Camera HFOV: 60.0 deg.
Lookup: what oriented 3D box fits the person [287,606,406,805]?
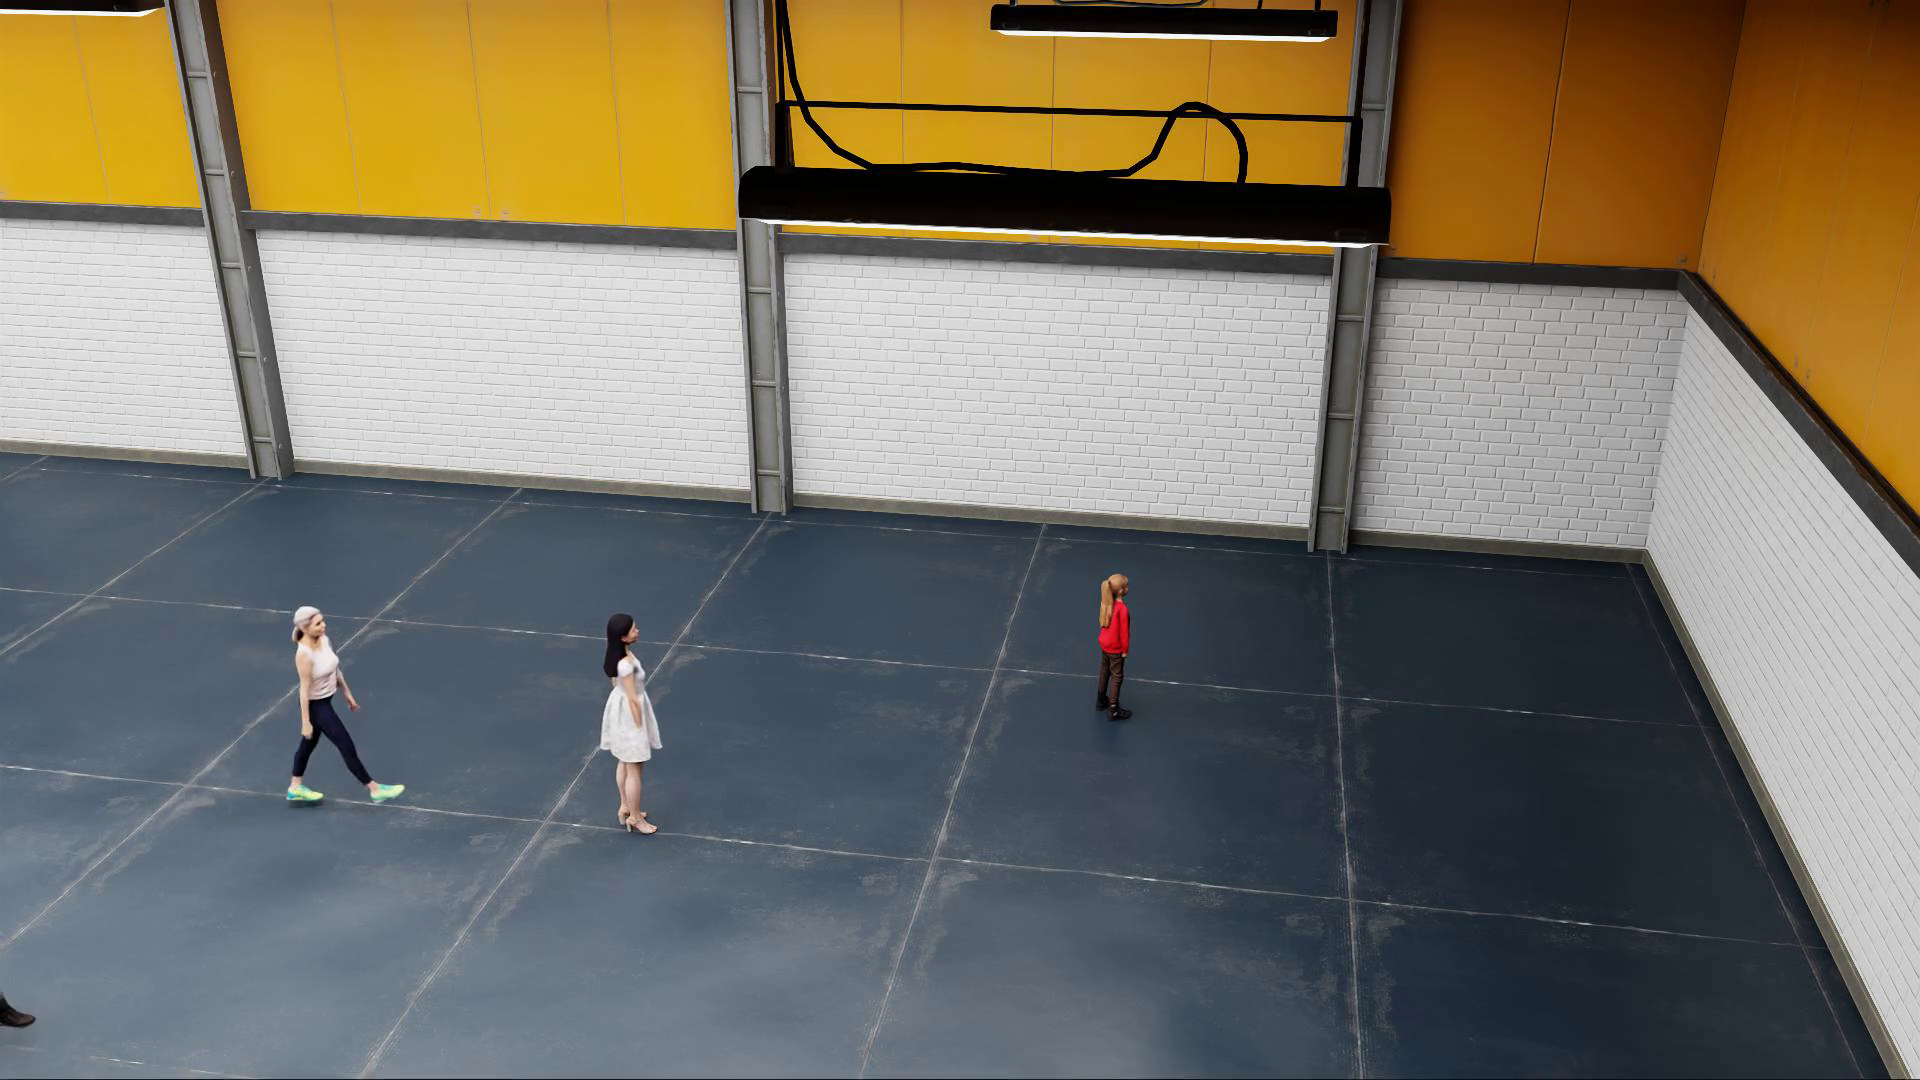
[{"bbox_3d":[-4.918,1.288,12.558,1.199,1.652,0.774,0,24,-1],"label":"person"}]

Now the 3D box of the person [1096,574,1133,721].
[{"bbox_3d":[1.291,0.881,13.952,0.612,1.280,0.568,-11,26,-23],"label":"person"}]

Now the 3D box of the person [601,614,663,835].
[{"bbox_3d":[-2.435,1.350,12.268,0.816,1.770,0.774,-11,26,-24],"label":"person"}]
